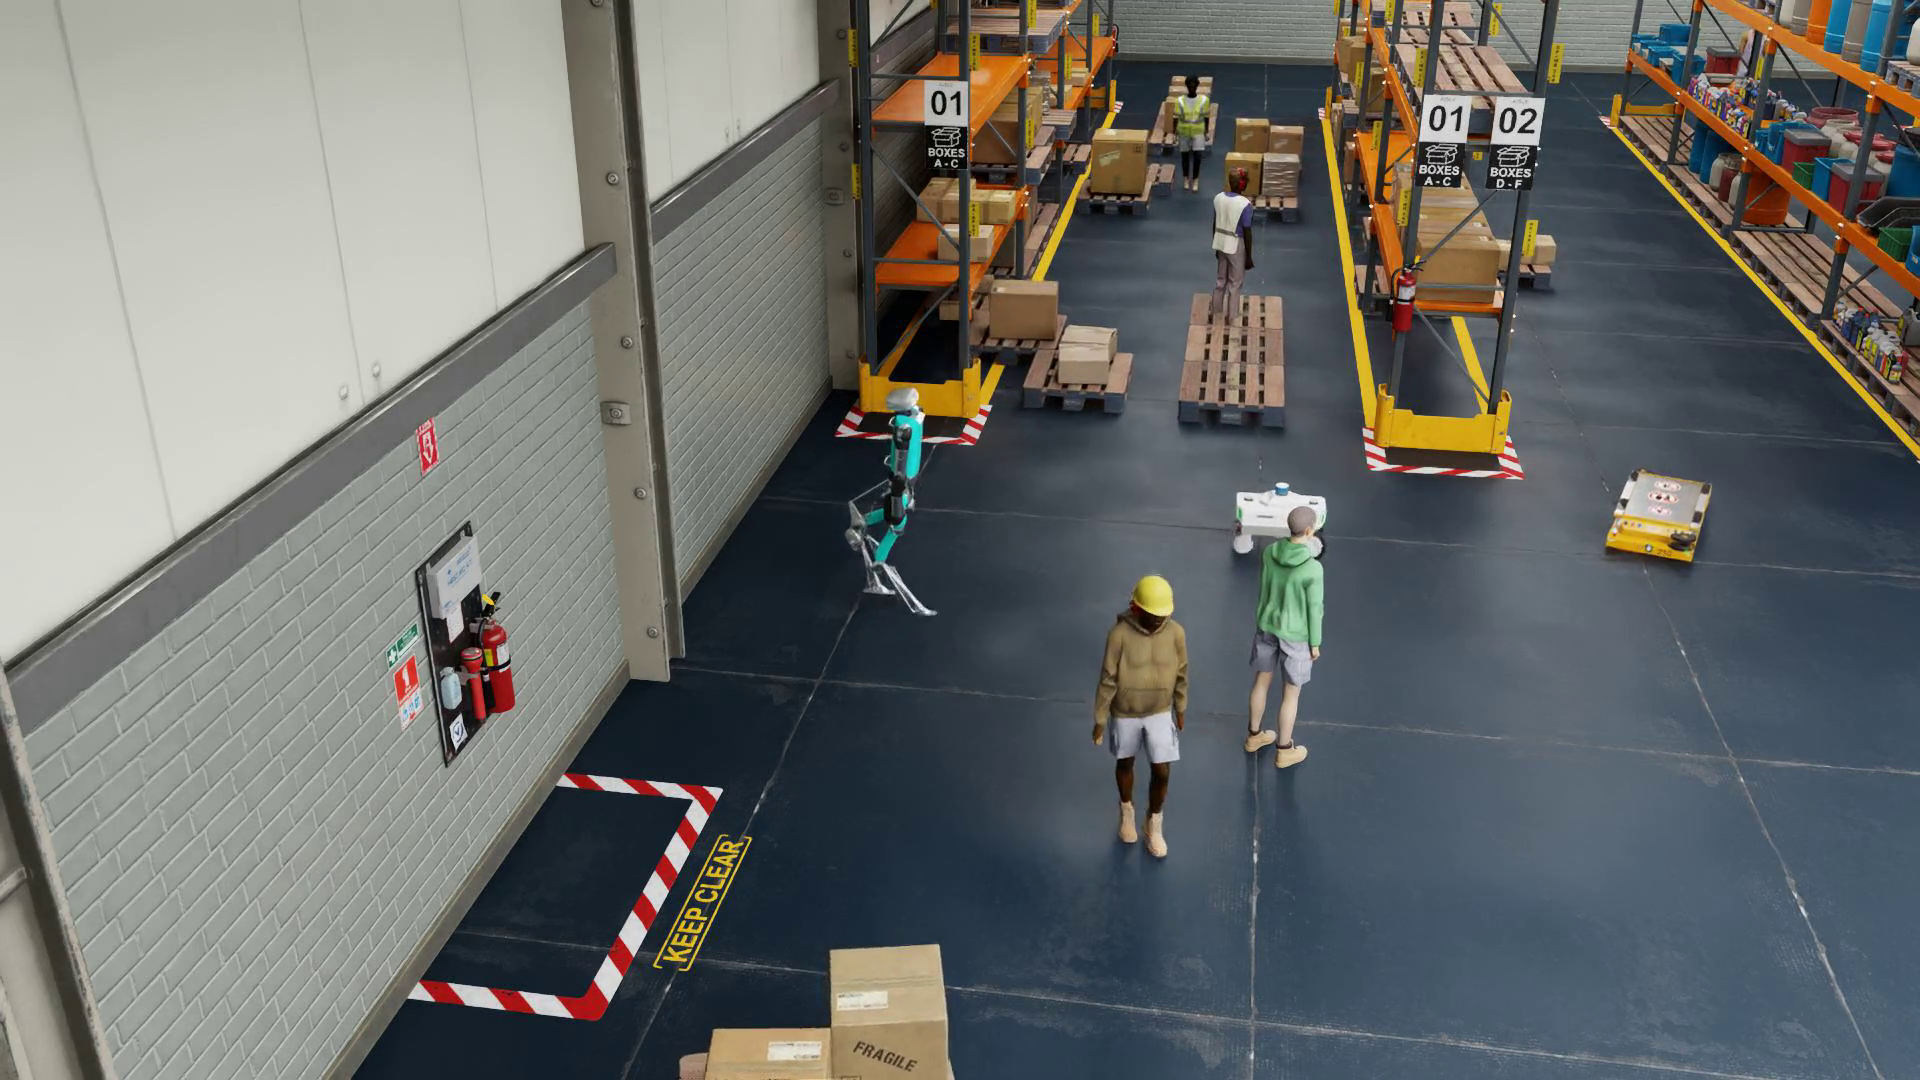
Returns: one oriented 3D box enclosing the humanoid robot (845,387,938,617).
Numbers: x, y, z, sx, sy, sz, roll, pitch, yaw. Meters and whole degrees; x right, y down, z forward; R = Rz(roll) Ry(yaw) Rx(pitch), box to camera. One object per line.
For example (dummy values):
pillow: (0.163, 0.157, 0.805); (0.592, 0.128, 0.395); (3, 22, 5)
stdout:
humanoid robot: (-0.555, -0.270, 12.195); (0.913, 1.769, 0.551); (4, 25, 8)

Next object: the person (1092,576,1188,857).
person: (1.024, 1.006, 9.459); (0.564, 1.741, 0.589); (-1, 25, -1)

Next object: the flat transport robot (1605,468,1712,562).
flat transport robot: (5.831, -0.223, 13.835); (0.659, 0.231, 1.431); (13, 28, 25)

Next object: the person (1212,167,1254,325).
person: (2.980, -3.162, 18.261); (0.389, 1.847, 0.563); (-16, 29, -31)

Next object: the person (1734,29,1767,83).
person: (13.900, -8.335, 29.337); (0.654, 1.840, 0.550); (2, 25, 4)

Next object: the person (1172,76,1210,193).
person: (3.372, -5.943, 24.401); (0.558, 1.672, 0.668); (5, 25, 10)

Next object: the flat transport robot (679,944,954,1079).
flat transport robot: (-0.594, 2.815, 7.333); (0.659, 0.231, 1.431); (-4, 25, -9)

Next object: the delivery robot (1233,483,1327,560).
delivery robot: (2.599, -0.158, 13.381); (0.803, 0.614, 0.499); (3, 25, 7)

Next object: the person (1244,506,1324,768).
person: (2.026, 0.600, 10.346); (0.328, 1.732, 0.464); (-23, 33, -40)
